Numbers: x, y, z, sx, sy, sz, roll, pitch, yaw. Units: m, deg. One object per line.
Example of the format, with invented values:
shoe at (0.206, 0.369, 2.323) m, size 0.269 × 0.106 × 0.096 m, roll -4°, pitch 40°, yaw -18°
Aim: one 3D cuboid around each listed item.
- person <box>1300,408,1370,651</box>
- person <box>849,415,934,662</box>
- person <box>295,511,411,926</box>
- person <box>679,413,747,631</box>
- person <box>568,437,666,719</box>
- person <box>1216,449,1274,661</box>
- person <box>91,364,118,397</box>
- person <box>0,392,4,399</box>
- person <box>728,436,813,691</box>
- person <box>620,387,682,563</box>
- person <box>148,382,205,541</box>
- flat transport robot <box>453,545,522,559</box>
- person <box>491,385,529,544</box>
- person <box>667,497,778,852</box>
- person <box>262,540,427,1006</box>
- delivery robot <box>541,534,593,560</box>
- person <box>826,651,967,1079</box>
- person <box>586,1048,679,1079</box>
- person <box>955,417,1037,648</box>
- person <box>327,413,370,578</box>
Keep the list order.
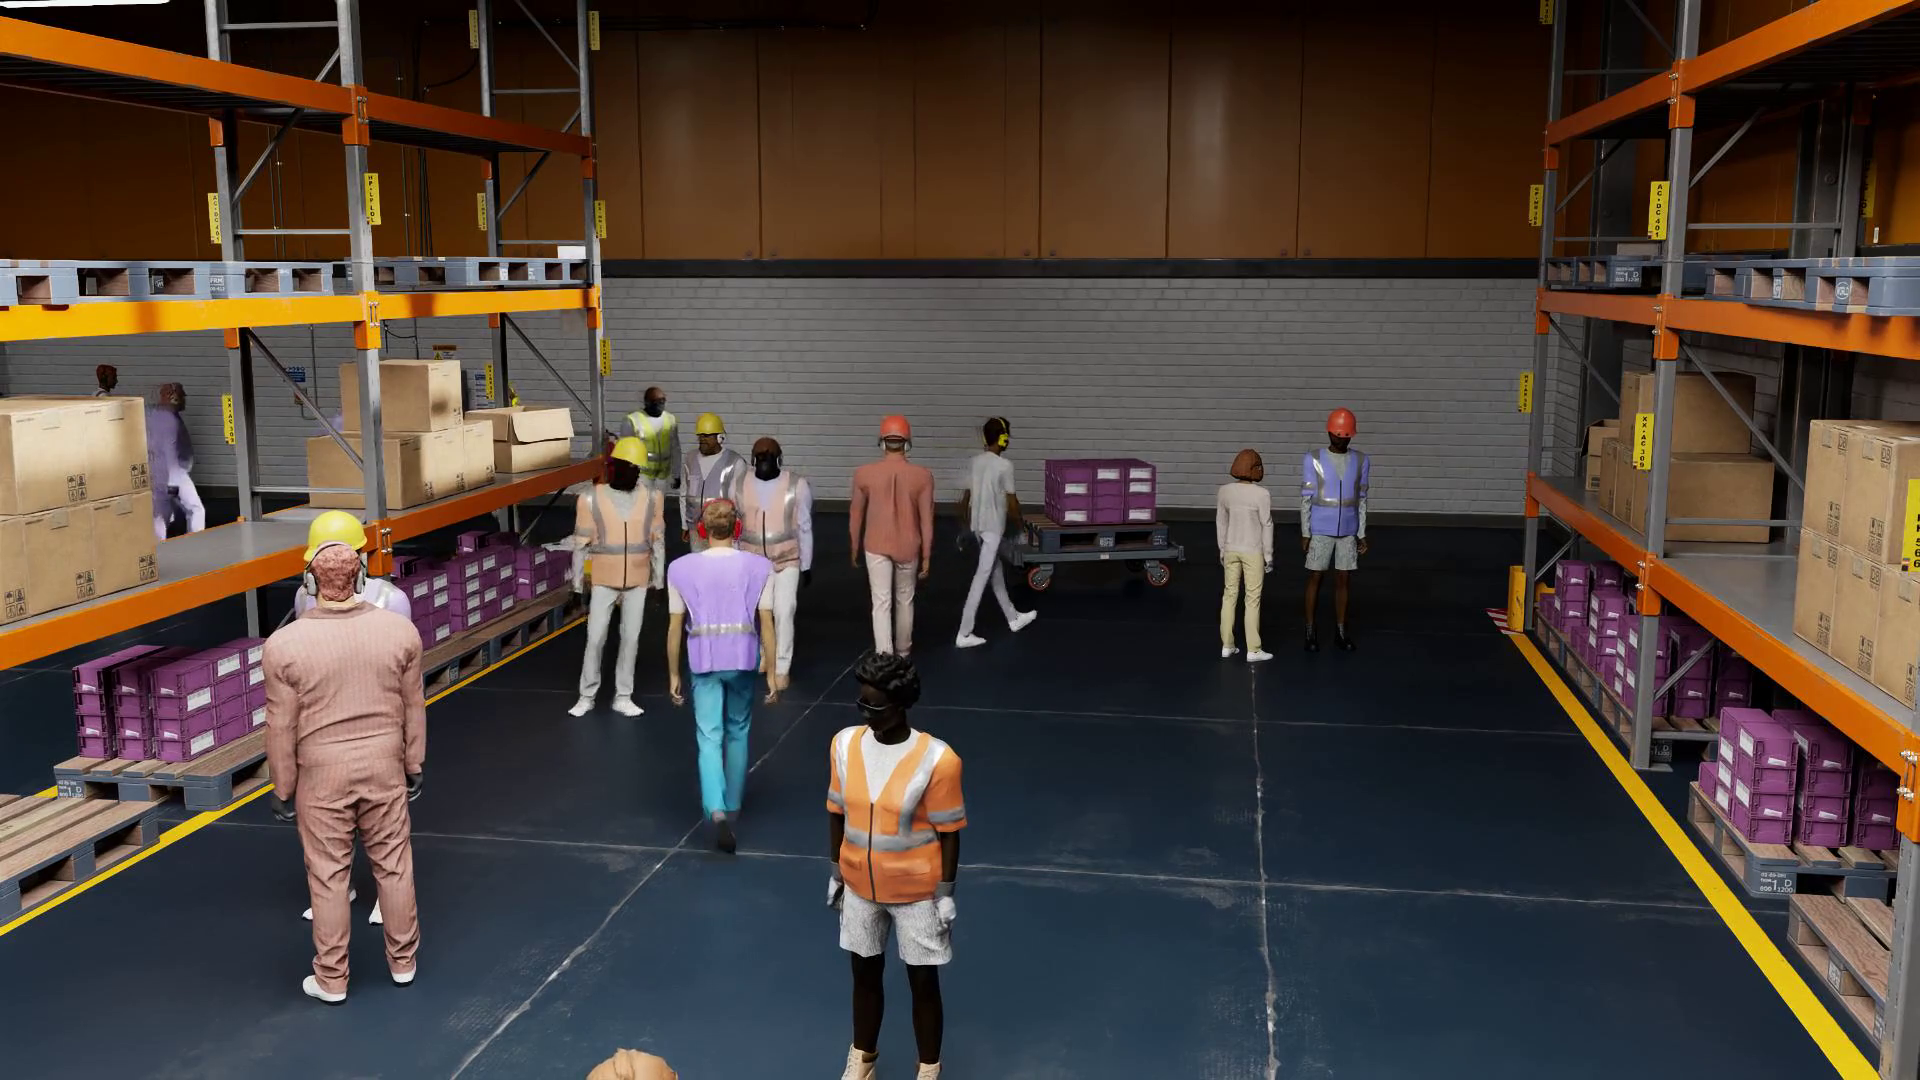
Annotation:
person at (2.949, -0.077, 13.071) m, size 0.542 × 1.929 × 0.373 m, roll -1°, pitch 9°, yaw -4°
person at (-0.505, 0.059, 12.193) m, size 0.627 × 1.949 × 1.017 m, roll 0°, pitch 9°, yaw -1°
person at (-2.787, 0.812, 7.619) m, size 0.584 × 1.918 × 0.381 m, roll 2°, pitch 9°, yaw 12°
person at (-2.051, -0.139, 13.745) m, size 0.590 × 1.833 × 0.403 m, roll 3°, pitch 10°, yaw 15°
person at (-2.290, 0.263, 11.107) m, size 0.684 × 1.898 × 0.367 m, roll -4°, pitch 10°, yaw -23°
person at (2.196, 0.114, 12.793) m, size 0.498 × 1.634 × 0.280 m, roll 9°, pitch 13°, yaw 43°
person at (-10.115, -1.139, 19.750) m, size 0.361 × 1.885 × 0.575 m, roll -7°, pitch 11°, yaw -36°
person at (-8.999, -0.473, 15.547) m, size 0.748 × 1.912 × 0.637 m, roll -9°, pitch 13°, yaw -43°
person at (-1.359, 0.157, 11.936) m, size 0.638 × 1.826 × 0.494 m, roll 1°, pitch 9°, yaw 4°
person at (-3.185, -0.673, 17.136) m, size 0.672 × 1.801 × 0.652 m, roll -8°, pitch 12°, yaw -41°
person at (-7.770, -0.628, 16.613) m, size 0.789 × 1.880 × 0.657 m, roll -8°, pitch 12°, yaw -42°
flat transport robot at (-4.524, 0.216, 16.361) m, size 0.652 × 0.197 × 1.431 m, roll -5°, pitch 10°, yaw -27°
person at (-4.626, -0.687, 17.092) m, size 0.557 × 1.845 × 0.553 m, roll 2°, pitch 10°, yaw 15°
person at (-1.240, 0.690, 8.734) m, size 0.576 × 1.812 × 0.888 m, roll -2°, pitch 9°, yaw -11°
person at (-2.516, 0.946, 6.829) m, size 0.639 × 1.908 × 0.409 m, roll -7°, pitch 11°, yaw -36°
delivery robot at (-3.621, 0.113, 15.835) m, size 0.477 × 0.478 × 0.707 m, roll 8°, pitch 12°, yaw 42°
person at (-0.236, 1.213, 5.836) m, size 0.535 × 1.693 × 0.322 m, roll 5°, pitch 10°, yaw 27°
person at (-0.581, 1.699, 3.010) m, size 0.497 × 1.636 × 0.283 m, roll -1°, pitch 9°, yaw -6°
person at (0.307, -0.075, 13.380) m, size 0.968 × 1.817 × 0.512 m, roll -7°, pitch 12°, yaw -38°
person at (-5.786, -0.520, 15.919) m, size 0.649 × 1.898 × 0.408 m, roll 6°, pitch 11°, yaw 33°
